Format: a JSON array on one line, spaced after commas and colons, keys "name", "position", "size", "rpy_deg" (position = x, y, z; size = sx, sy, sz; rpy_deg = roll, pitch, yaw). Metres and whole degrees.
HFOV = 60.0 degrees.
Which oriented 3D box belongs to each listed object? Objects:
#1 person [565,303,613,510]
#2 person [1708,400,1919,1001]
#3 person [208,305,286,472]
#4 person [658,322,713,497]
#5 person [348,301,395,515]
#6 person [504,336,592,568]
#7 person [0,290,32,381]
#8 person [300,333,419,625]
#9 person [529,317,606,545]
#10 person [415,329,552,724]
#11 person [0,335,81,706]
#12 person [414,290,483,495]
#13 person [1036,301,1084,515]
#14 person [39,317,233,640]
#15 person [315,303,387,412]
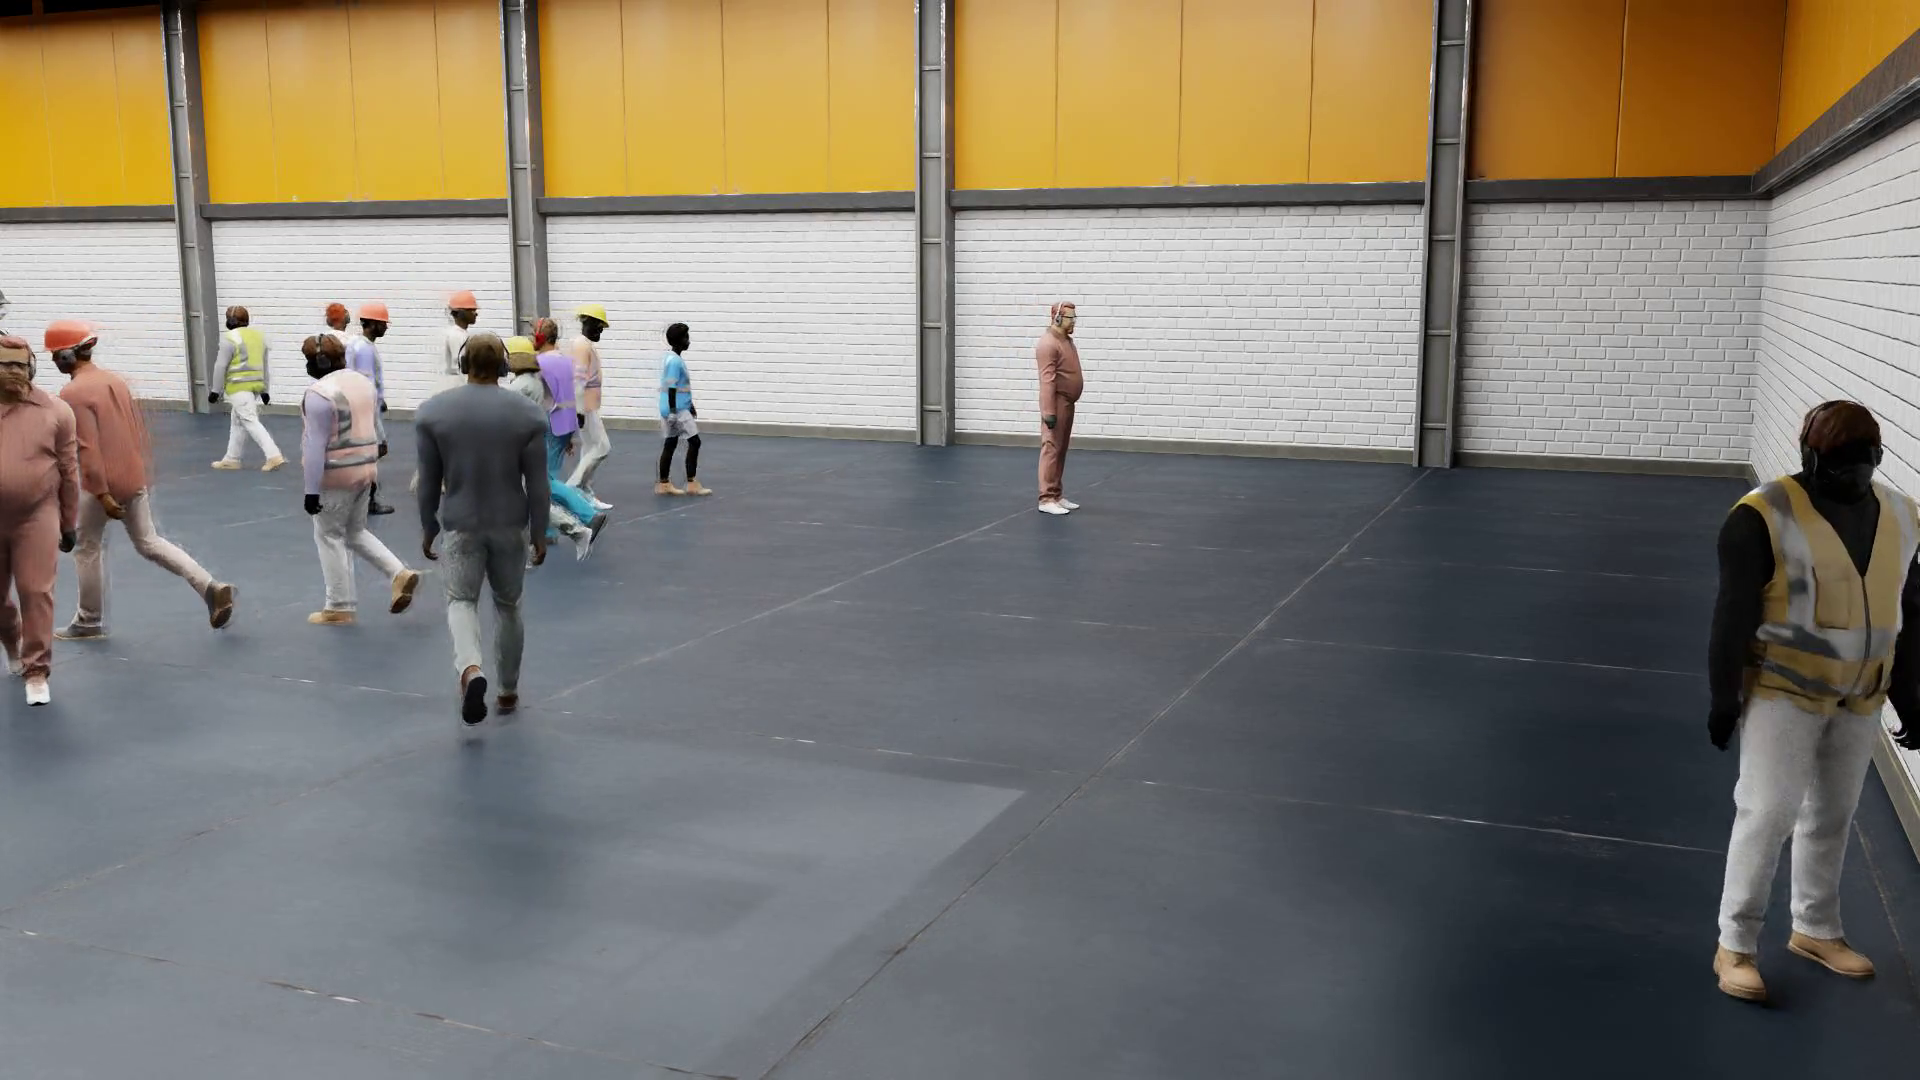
[{"name": "person", "position": [-3.363, -1.202, 15.090], "size": [0.417, 1.881, 0.652], "rpy_deg": [-2, 10, -12]}, {"name": "person", "position": [2.617, 0.494, 5.070], "size": [0.686, 1.824, 0.517], "rpy_deg": [-2, 10, -10]}, {"name": "person", "position": [-7.720, -1.633, 17.996], "size": [0.960, 1.805, 0.636], "rpy_deg": [2, 10, 11]}, {"name": "person", "position": [-2.631, -1.243, 15.959], "size": [0.631, 1.674, 0.541], "rpy_deg": [-3, 10, -15]}, {"name": "person", "position": [-5.285, -1.171, 14.828], "size": [0.544, 1.911, 0.599], "rpy_deg": [-4, 10, -22]}, {"name": "person", "position": [-3.076, -0.631, 12.139], "size": [0.681, 1.711, 0.507], "rpy_deg": [0, 9, -1]}, {"name": "person", "position": [-9.490, -1.507, 16.472], "size": [0.536, 2.000, 0.677], "rpy_deg": [-4, 10, -23]}, {"name": "person", "position": [-3.740, -0.364, 10.253], "size": [0.615, 1.815, 0.670], "rpy_deg": [2, 10, 12]}, {"name": "person", "position": [-3.153, -0.834, 13.052], "size": [0.726, 1.823, 0.574], "rpy_deg": [2, 10, 12]}, {"name": "person", "position": [-2.282, -0.051, 8.029], "size": [0.632, 1.918, 0.717], "rpy_deg": [-3, 10, -17]}, {"name": "person", "position": [-4.892, -0.126, 8.600], "size": [0.645, 1.879, 0.784], "rpy_deg": [-4, 10, -24]}, {"name": "person", "position": [-4.823, -1.416, 16.095], "size": [1.051, 1.997, 0.623], "rpy_deg": [-2, 10, -12]}, {"name": "person", "position": [0.909, -1.191, 14.973], "size": [0.402, 1.904, 0.652], "rpy_deg": [3, 10, 19]}, {"name": "person", "position": [-4.887, -0.346, 9.799], "size": [0.988, 1.938, 0.643], "rpy_deg": [1, 9, 5]}, {"name": "person", "position": [-5.977, -1.386, 16.286], "size": [0.686, 1.856, 0.566], "rpy_deg": [5, 11, 28]}]
